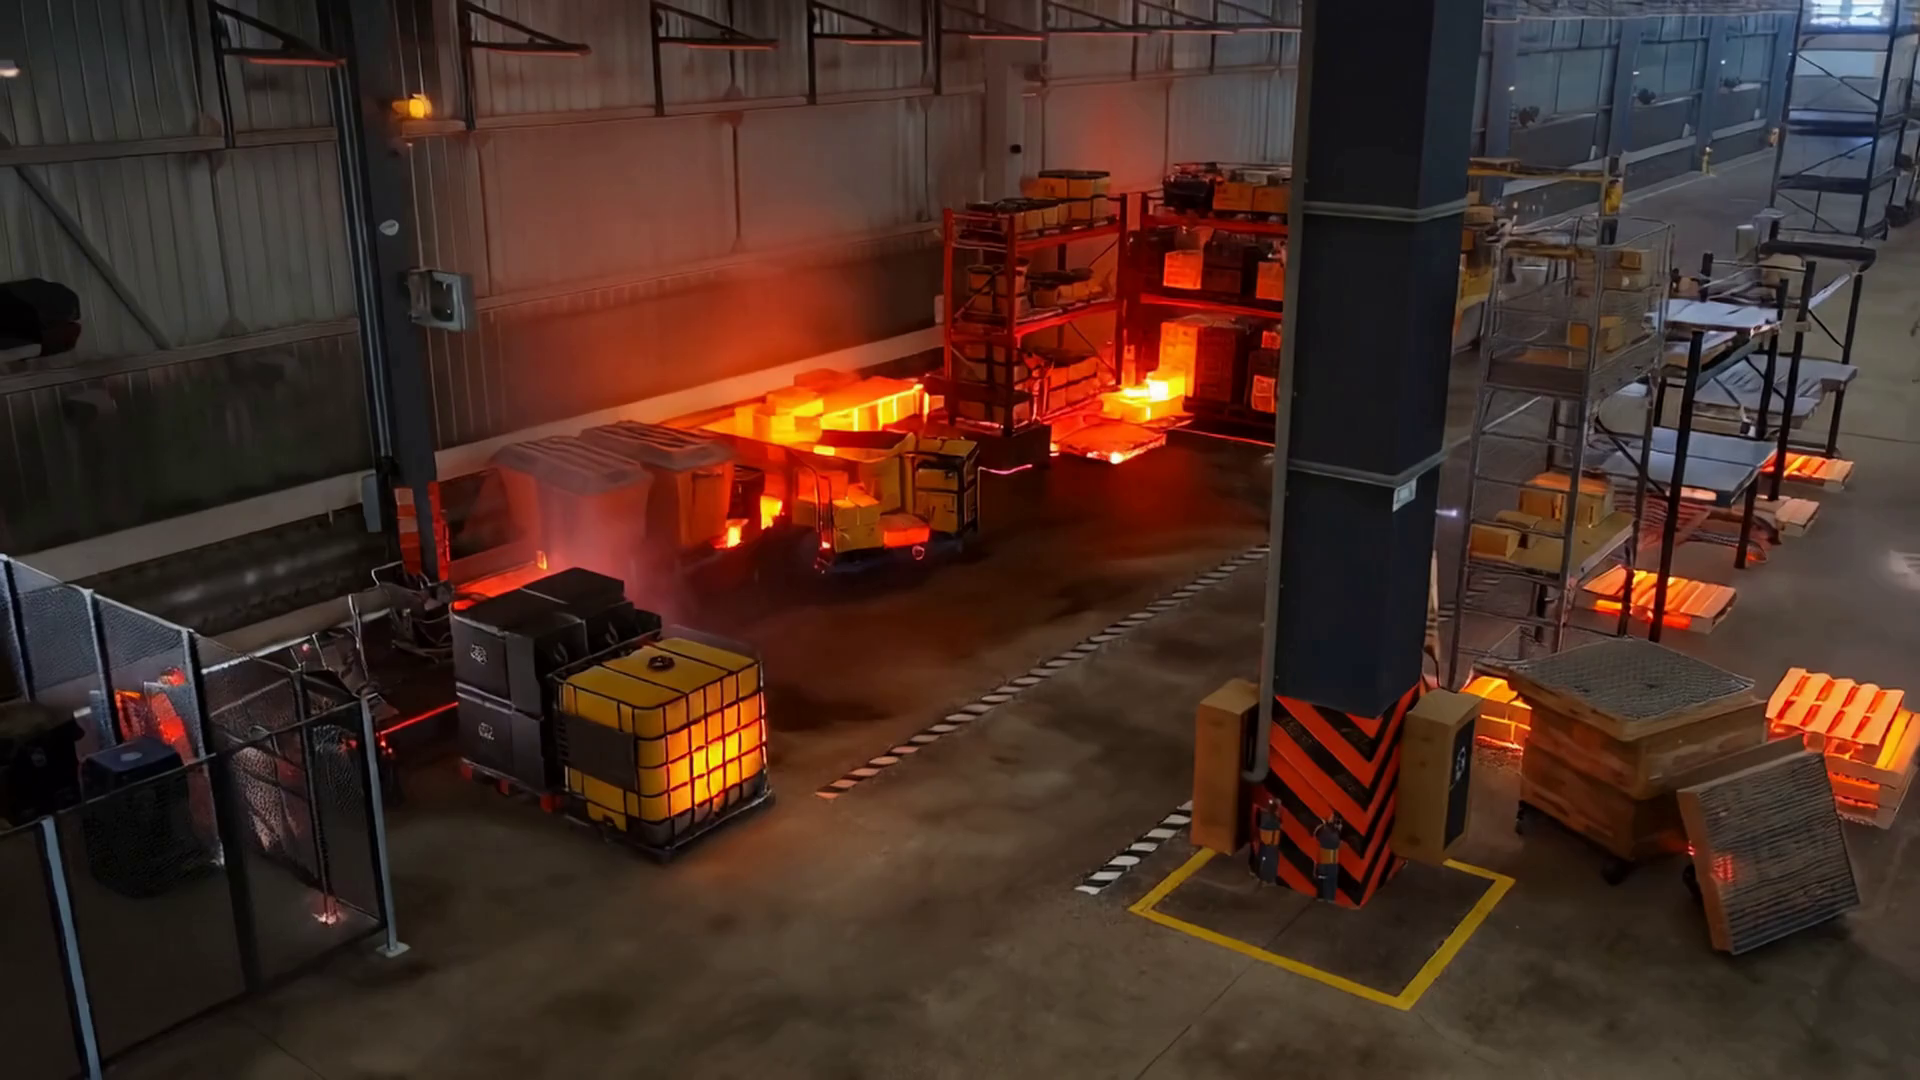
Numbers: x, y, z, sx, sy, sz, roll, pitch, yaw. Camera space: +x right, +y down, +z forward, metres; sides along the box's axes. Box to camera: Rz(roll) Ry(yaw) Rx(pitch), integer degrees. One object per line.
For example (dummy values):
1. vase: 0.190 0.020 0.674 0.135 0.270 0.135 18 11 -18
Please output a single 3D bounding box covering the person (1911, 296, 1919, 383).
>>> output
1. person: 14.871 -3.224 25.517 0.835 1.599 0.516 -13 22 -34
